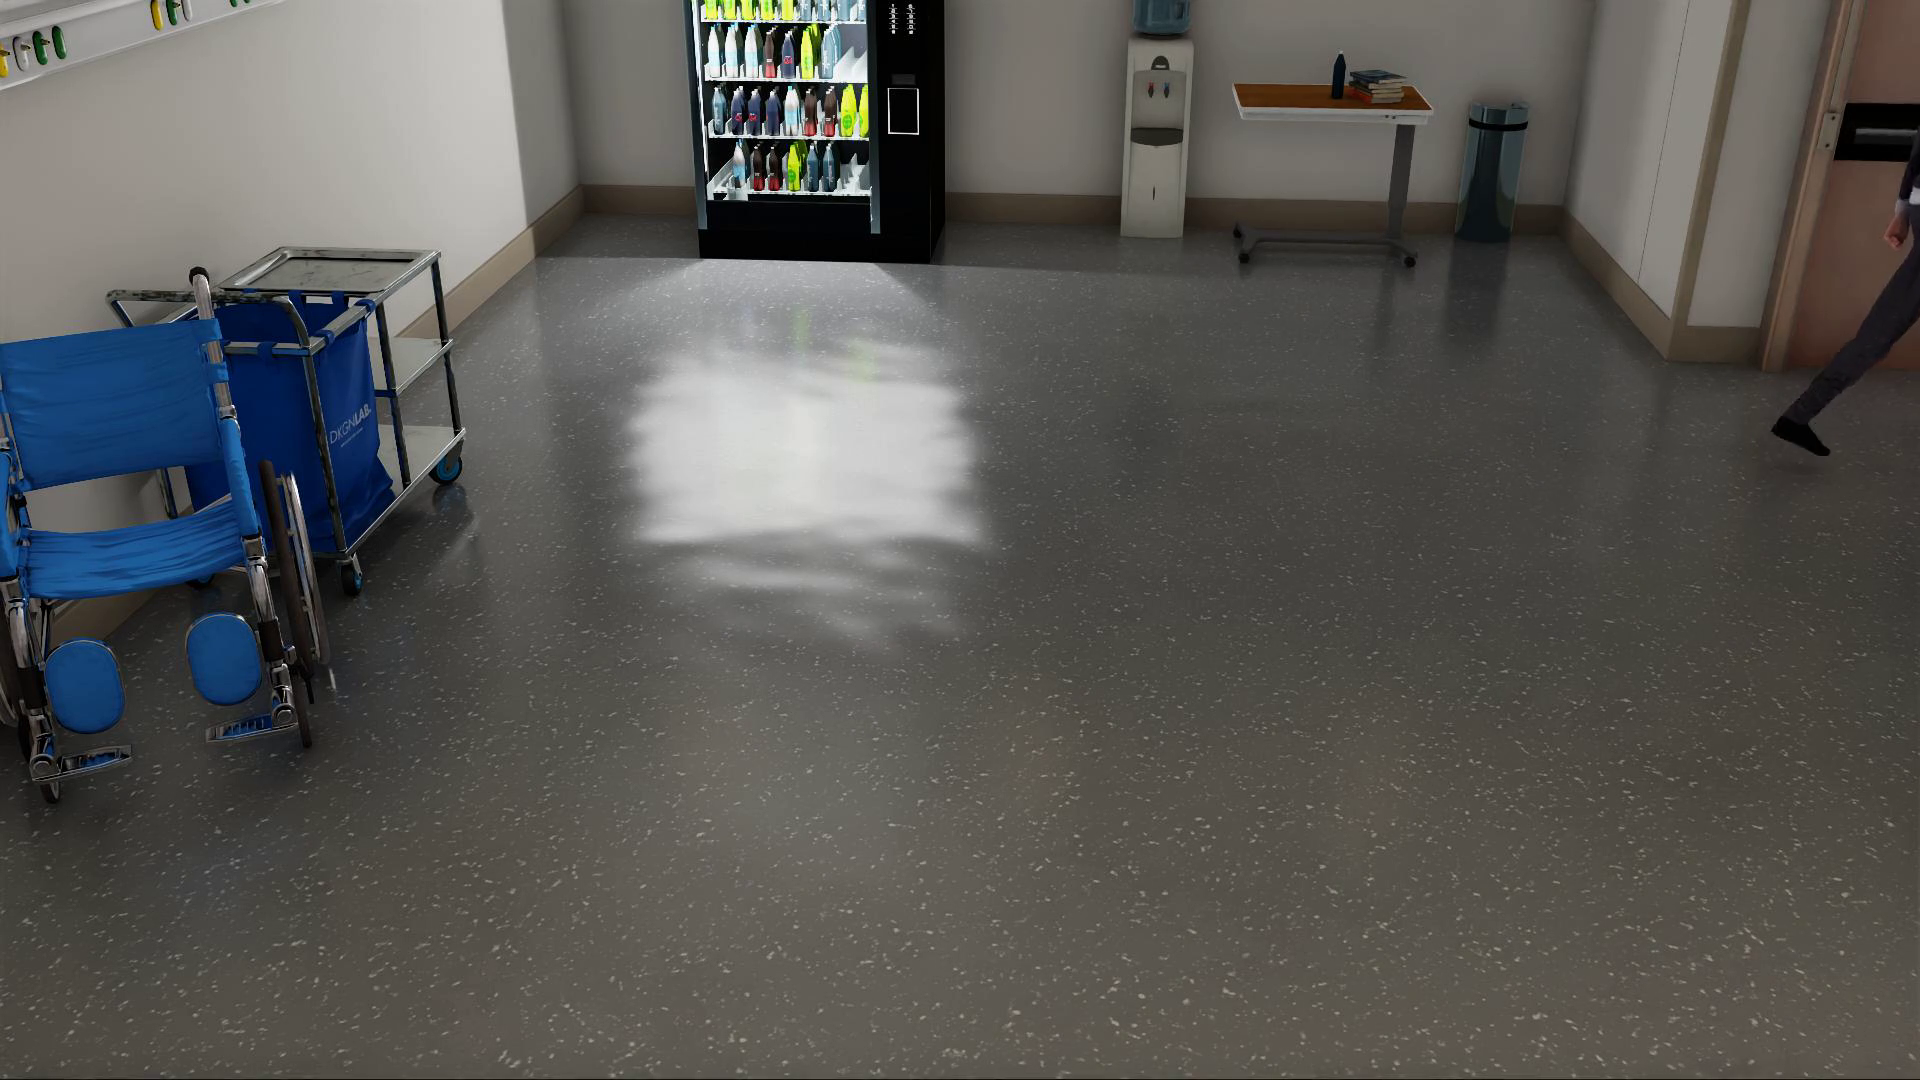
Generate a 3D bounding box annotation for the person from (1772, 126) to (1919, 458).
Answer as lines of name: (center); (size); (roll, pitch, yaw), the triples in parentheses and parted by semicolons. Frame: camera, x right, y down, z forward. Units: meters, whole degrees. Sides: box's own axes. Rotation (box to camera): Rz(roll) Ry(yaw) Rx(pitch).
person: (3.397, -1.066, 5.873); (1.189, 1.734, 0.648); (0, 26, 0)
